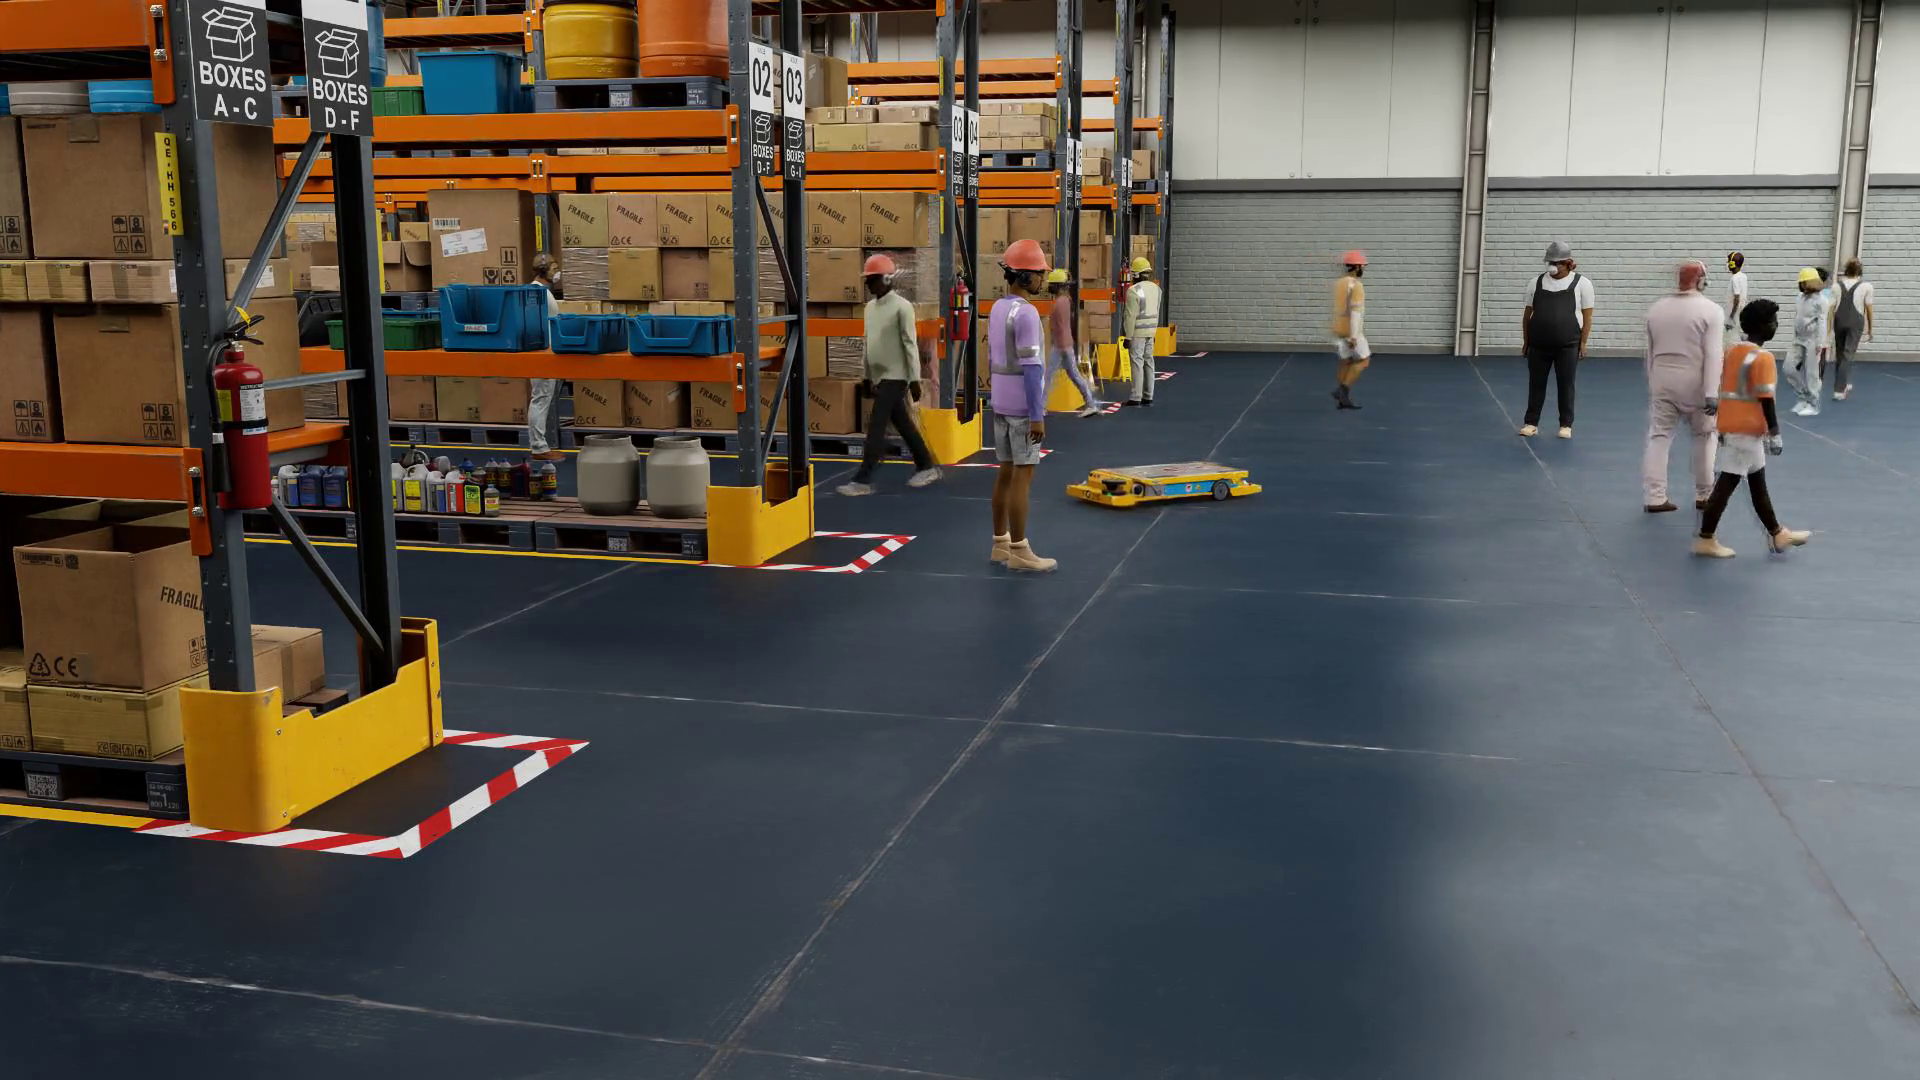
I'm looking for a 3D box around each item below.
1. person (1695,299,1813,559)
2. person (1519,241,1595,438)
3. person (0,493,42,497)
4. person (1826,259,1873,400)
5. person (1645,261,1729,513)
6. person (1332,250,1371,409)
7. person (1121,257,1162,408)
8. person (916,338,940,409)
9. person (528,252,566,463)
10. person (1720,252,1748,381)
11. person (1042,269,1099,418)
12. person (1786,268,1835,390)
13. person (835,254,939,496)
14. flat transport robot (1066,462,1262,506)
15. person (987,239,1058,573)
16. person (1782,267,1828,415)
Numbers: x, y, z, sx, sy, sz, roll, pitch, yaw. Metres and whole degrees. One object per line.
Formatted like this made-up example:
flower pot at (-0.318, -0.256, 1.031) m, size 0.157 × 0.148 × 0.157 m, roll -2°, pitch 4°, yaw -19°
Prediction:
person at (5.130, -0.693, 10.602) m, size 0.818 × 1.658 × 0.552 m, roll 1°, pitch 10°, yaw 6°
person at (6.154, -2.074, 17.229) m, size 0.687 × 2.000 × 0.535 m, roll 7°, pitch 12°, yaw 33°
person at (-5.753, -0.662, 10.004) m, size 0.521 × 1.818 × 0.615 m, roll 3°, pitch 11°, yaw 15°
person at (11.447, -2.704, 21.406) m, size 0.984 × 1.800 × 0.505 m, roll -10°, pitch 14°, yaw -43°
person at (5.519, -1.146, 12.518) m, size 0.814 × 1.876 × 0.680 m, roll -6°, pitch 12°, yaw -32°
person at (4.720, -2.516, 20.007) m, size 0.400 × 1.922 × 0.549 m, roll -3°, pitch 11°, yaw -17°
person at (2.194, -2.524, 20.302) m, size 0.403 × 1.833 × 0.590 m, roll 9°, pitch 14°, yaw 41°
person at (-0.383, -2.033, 17.388) m, size 0.410 × 1.905 × 0.640 m, roll -2°, pitch 10°, yaw -11°
person at (-3.842, -1.674, 15.336) m, size 0.371 × 1.931 × 0.624 m, roll -3°, pitch 11°, yaw -16°
person at (11.242, -3.240, 24.184) m, size 0.336 × 1.864 × 0.521 m, roll 7°, pitch 12°, yaw 34°
person at (1.172, -2.241, 19.051) m, size 0.924 × 1.722 × 0.534 m, roll 2°, pitch 10°, yaw 11°
person at (11.780, -2.917, 22.967) m, size 0.538 × 1.644 × 0.896 m, roll 2°, pitch 10°, yaw 8°
person at (-0.566, -1.350, 13.530) m, size 1.058 × 1.938 × 0.620 m, roll -7°, pitch 12°, yaw -33°
flat transport robot at (1.620, -0.456, 13.168) m, size 1.431 × 0.197 × 0.652 m, roll -5°, pitch 12°, yaw -27°
person at (0.387, -0.821, 10.280) m, size 0.373 × 2.042 × 0.614 m, roll -4°, pitch 11°, yaw -20°
person at (9.901, -2.318, 19.439) m, size 0.408 × 1.719 × 0.513 m, roll -2°, pitch 10°, yaw -12°
